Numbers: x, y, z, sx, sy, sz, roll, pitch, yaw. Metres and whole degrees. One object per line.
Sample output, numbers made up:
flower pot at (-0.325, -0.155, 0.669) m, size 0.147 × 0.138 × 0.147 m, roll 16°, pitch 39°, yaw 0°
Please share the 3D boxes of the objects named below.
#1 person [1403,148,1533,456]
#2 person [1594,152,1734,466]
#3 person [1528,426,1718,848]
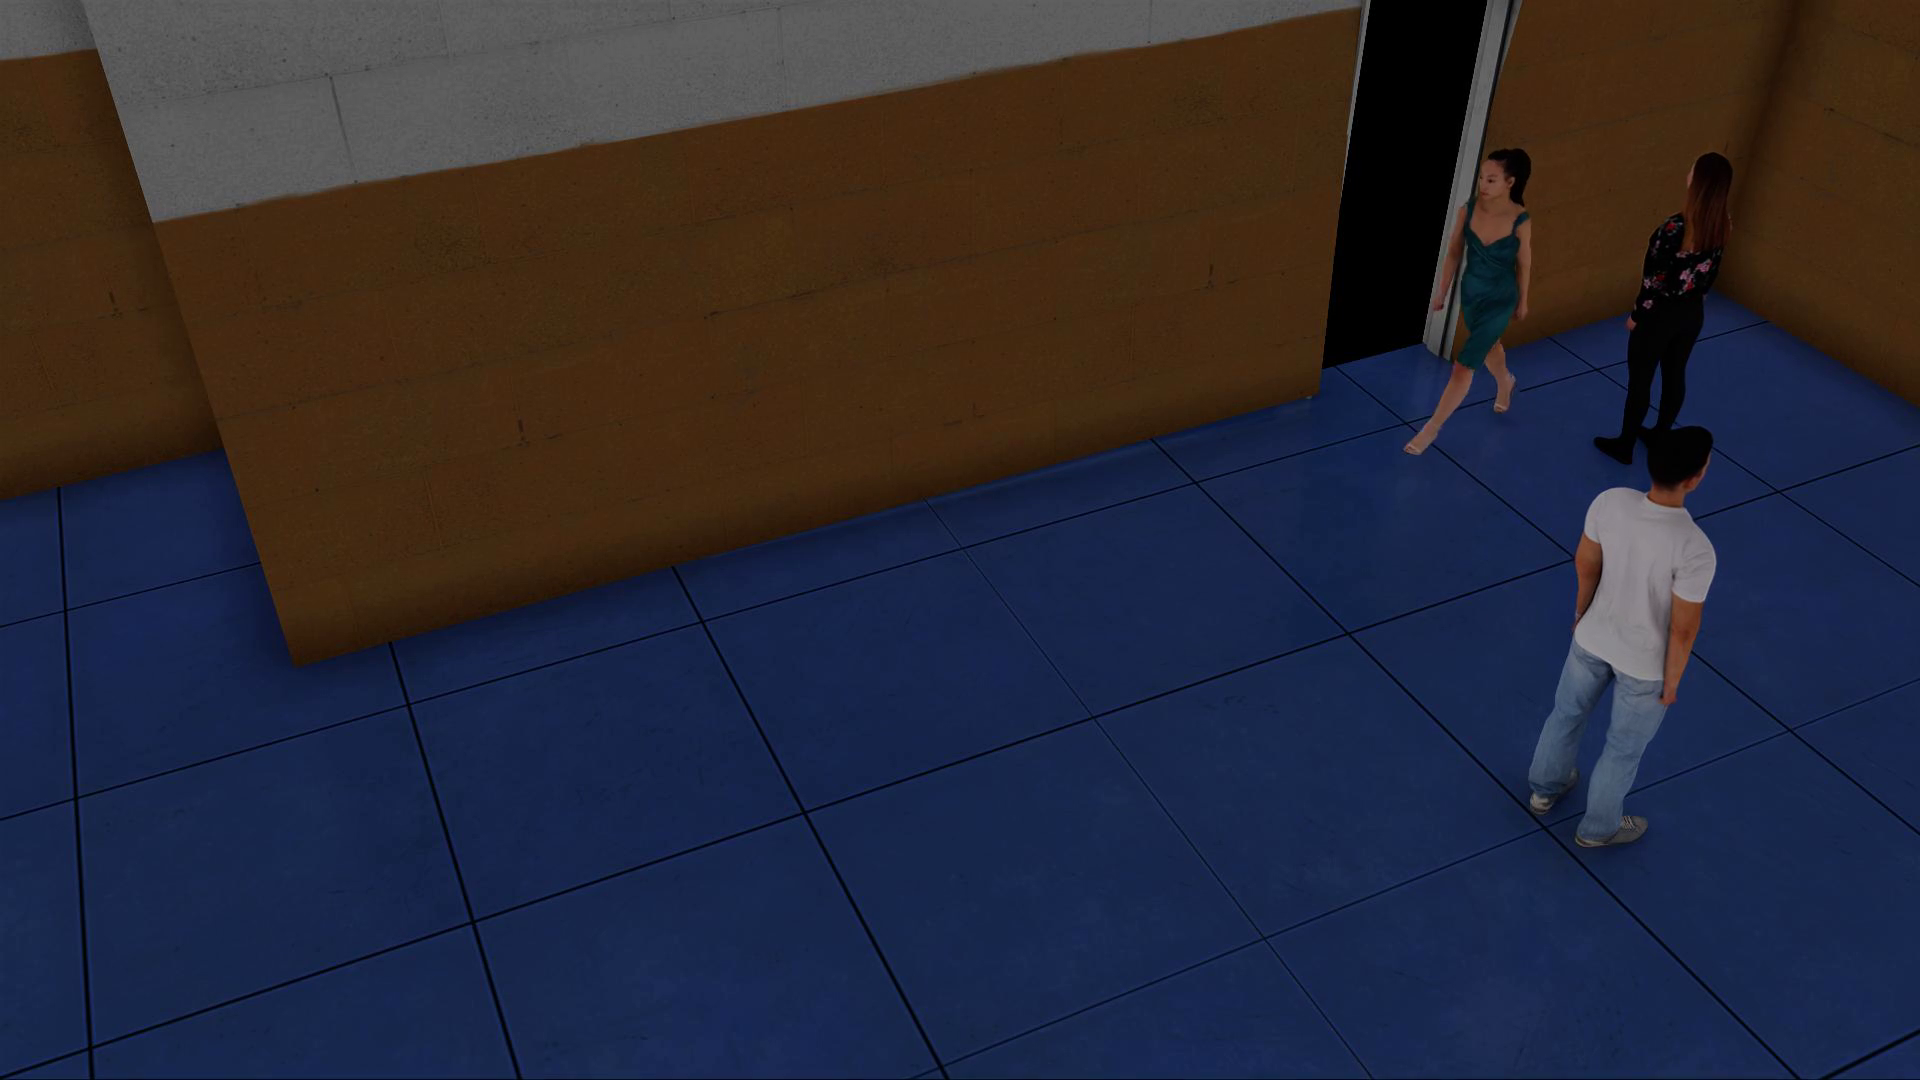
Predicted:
person at (2.735, -1.212, 8.459) m, size 0.817 × 1.626 × 1.108 m, roll -29°, pitch 46°, yaw -33°
person at (3.561, -1.142, 8.319) m, size 0.589 × 1.682 × 0.531 m, roll -12°, pitch 38°, yaw -15°
person at (2.463, 0.375, 6.144) m, size 0.760 × 1.867 × 0.546 m, roll -21°, pitch 42°, yaw -26°
